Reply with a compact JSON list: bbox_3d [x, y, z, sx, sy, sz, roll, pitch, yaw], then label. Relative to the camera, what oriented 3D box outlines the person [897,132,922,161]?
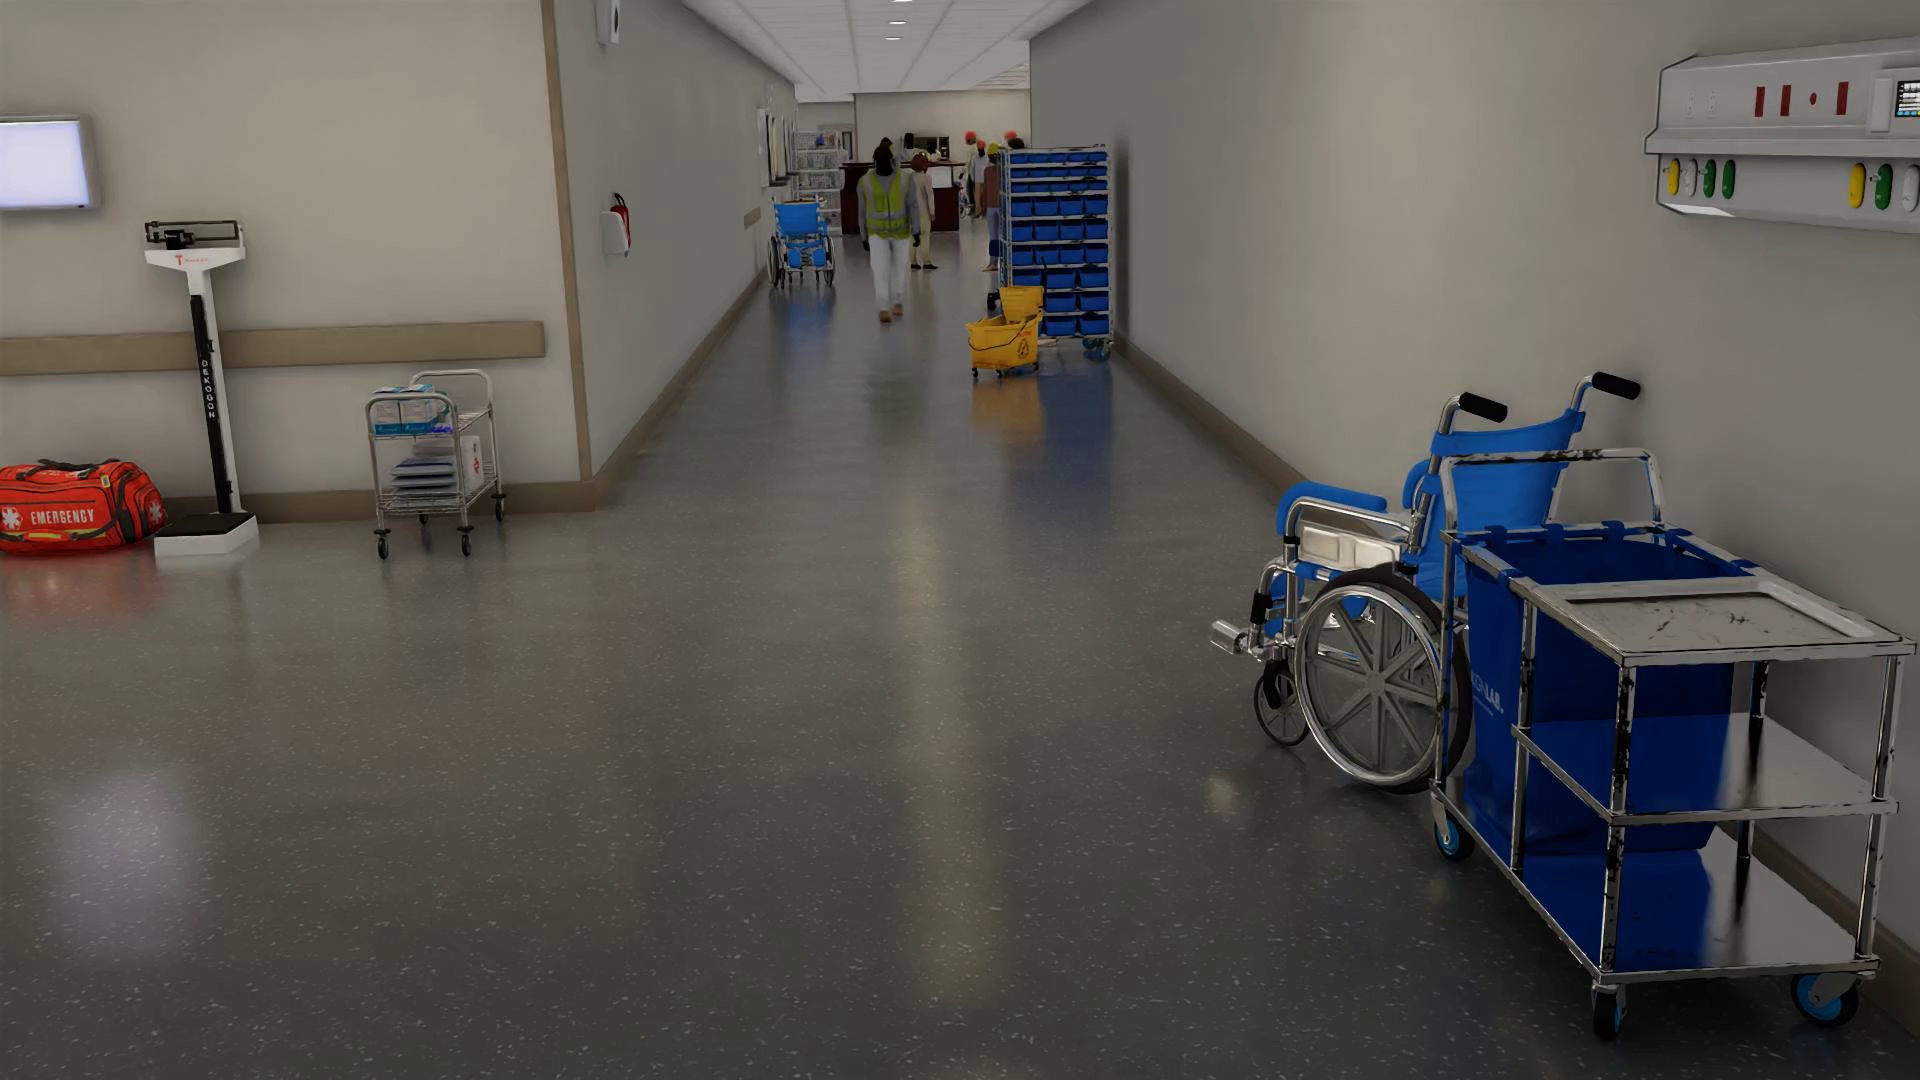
[{"bbox_3d":[-1.126,-8.301,37.992,0.614,1.961,0.361,-5,14,-15],"label":"person"}]

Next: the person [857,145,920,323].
[{"bbox_3d":[-0.740,-3.199,17.352,0.626,1.800,0.950,-3,14,-7],"label":"person"}]

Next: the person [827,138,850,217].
[{"bbox_3d":[-2.979,-8.882,40.716,0.637,1.910,0.406,0,14,8],"label":"person"}]

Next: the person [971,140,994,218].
[{"bbox_3d":[0.507,-8.202,37.828,0.564,1.752,0.338,3,14,19],"label":"person"}]

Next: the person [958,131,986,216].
[{"bbox_3d":[0.326,-8.585,39.008,0.500,1.956,0.661,5,15,27],"label":"person"}]

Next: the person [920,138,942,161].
[{"bbox_3d":[-0.637,-8.186,37.750,0.633,1.836,0.429,-10,16,-31],"label":"person"}]

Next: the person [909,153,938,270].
[{"bbox_3d":[-0.561,-4.668,23.686,0.509,1.631,0.269,9,17,38],"label":"person"}]

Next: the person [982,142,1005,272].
[{"bbox_3d":[0.511,-4.587,22.953,0.532,1.767,0.325,10,18,39],"label":"person"}]

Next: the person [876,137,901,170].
[{"bbox_3d":[-1.233,-5.890,28.285,0.514,1.876,0.328,5,15,25],"label":"person"}]

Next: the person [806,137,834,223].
[{"bbox_3d":[-3.172,-8.197,37.877,0.617,1.933,0.417,-2,14,0],"label":"person"}]
